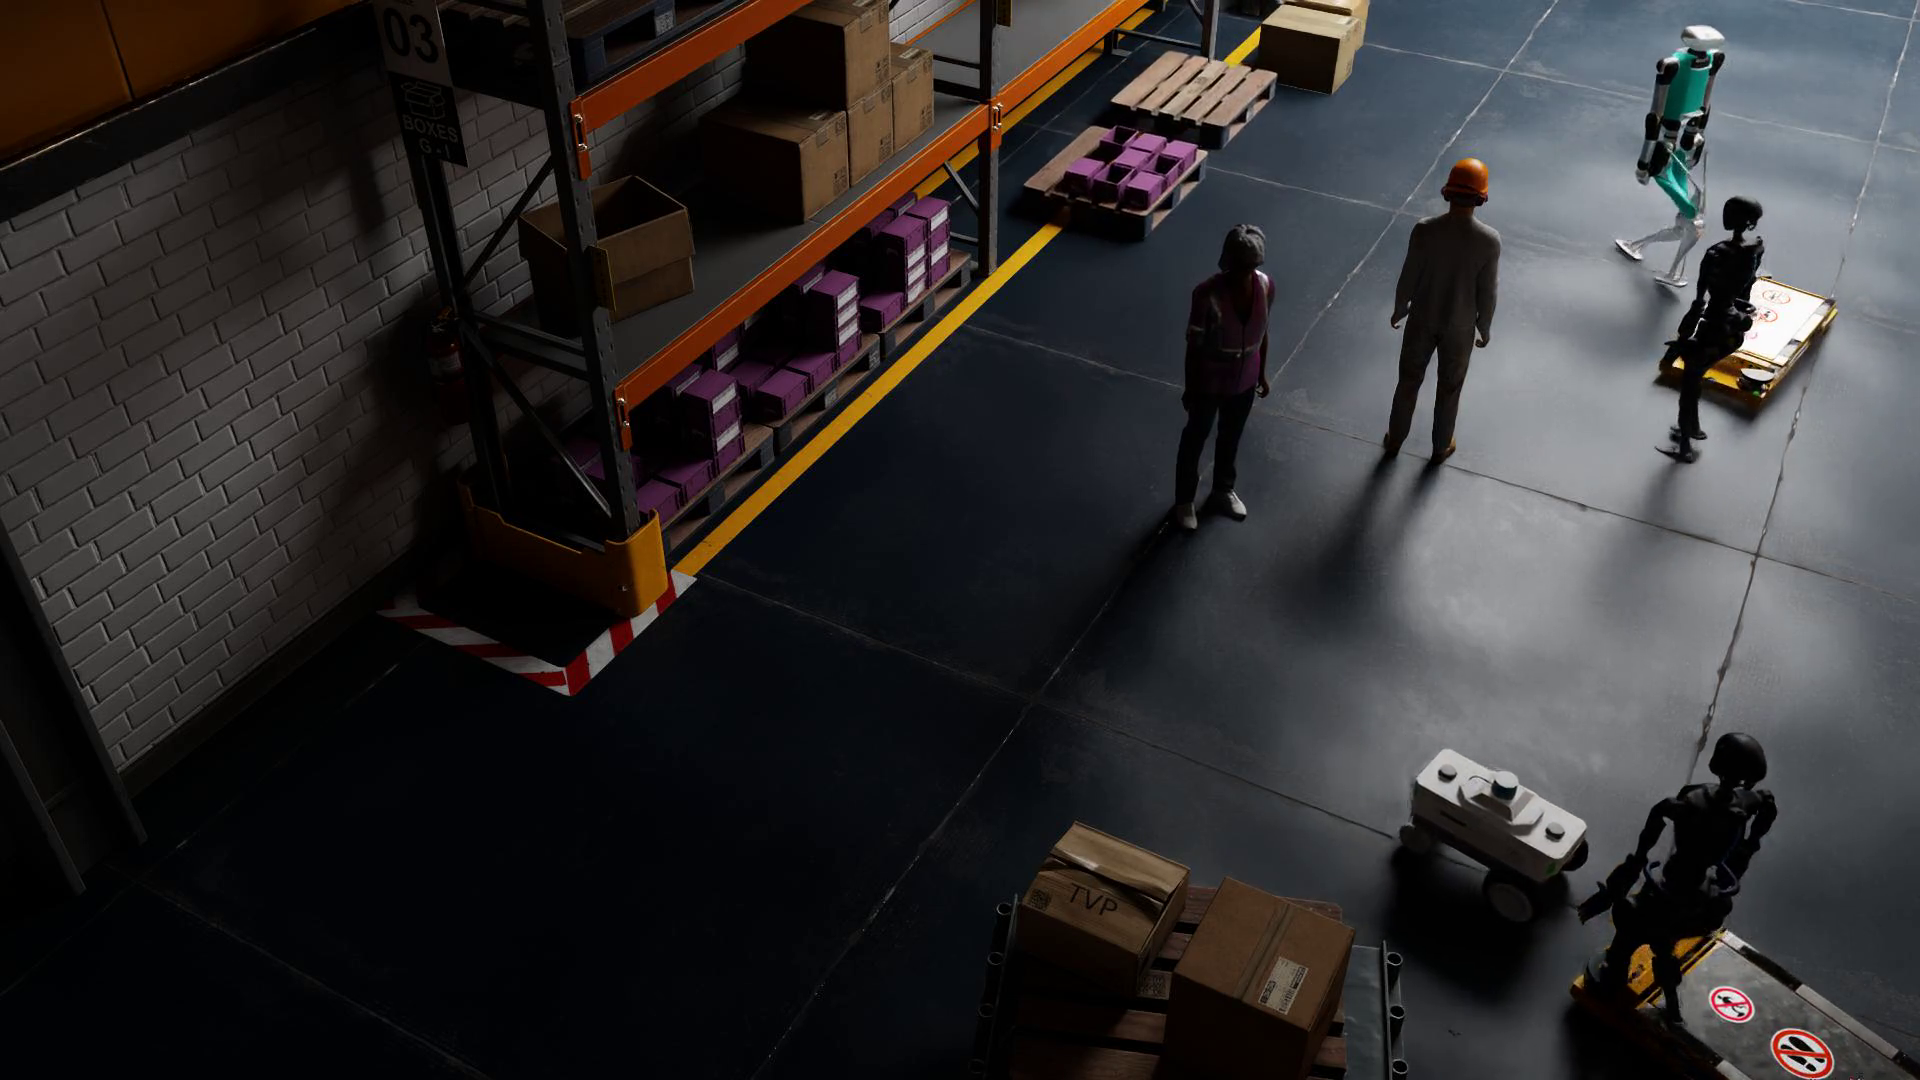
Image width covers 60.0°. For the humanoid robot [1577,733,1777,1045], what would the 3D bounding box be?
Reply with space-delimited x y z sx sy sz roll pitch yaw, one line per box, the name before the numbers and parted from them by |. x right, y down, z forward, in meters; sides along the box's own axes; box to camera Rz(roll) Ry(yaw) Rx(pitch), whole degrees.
humanoid robot | 2.731 1.388 6.364 0.601 1.644 0.475 -6 39 -8

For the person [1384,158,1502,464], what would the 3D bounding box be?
person | 2.764 -1.286 9.533 0.572 1.890 0.374 14 41 17

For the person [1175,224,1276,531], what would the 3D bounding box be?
person | 1.450 -0.884 9.062 0.510 1.846 0.335 -12 40 -15

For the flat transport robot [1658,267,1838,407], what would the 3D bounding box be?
flat transport robot | 5.201 -1.356 10.914 0.659 0.231 1.431 28 46 30

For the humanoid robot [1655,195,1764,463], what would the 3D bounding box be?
humanoid robot | 4.344 -1.202 9.602 0.612 1.646 0.336 -23 44 -26

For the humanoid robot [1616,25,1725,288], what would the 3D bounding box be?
humanoid robot | 4.945 -2.496 11.191 0.538 1.773 0.912 -18 42 -21

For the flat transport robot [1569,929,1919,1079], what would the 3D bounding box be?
flat transport robot | 3.248 2.064 6.640 0.659 0.231 1.431 -26 46 -29

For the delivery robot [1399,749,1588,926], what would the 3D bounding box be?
delivery robot | 2.380 1.267 7.392 0.769 0.577 0.499 29 47 31
